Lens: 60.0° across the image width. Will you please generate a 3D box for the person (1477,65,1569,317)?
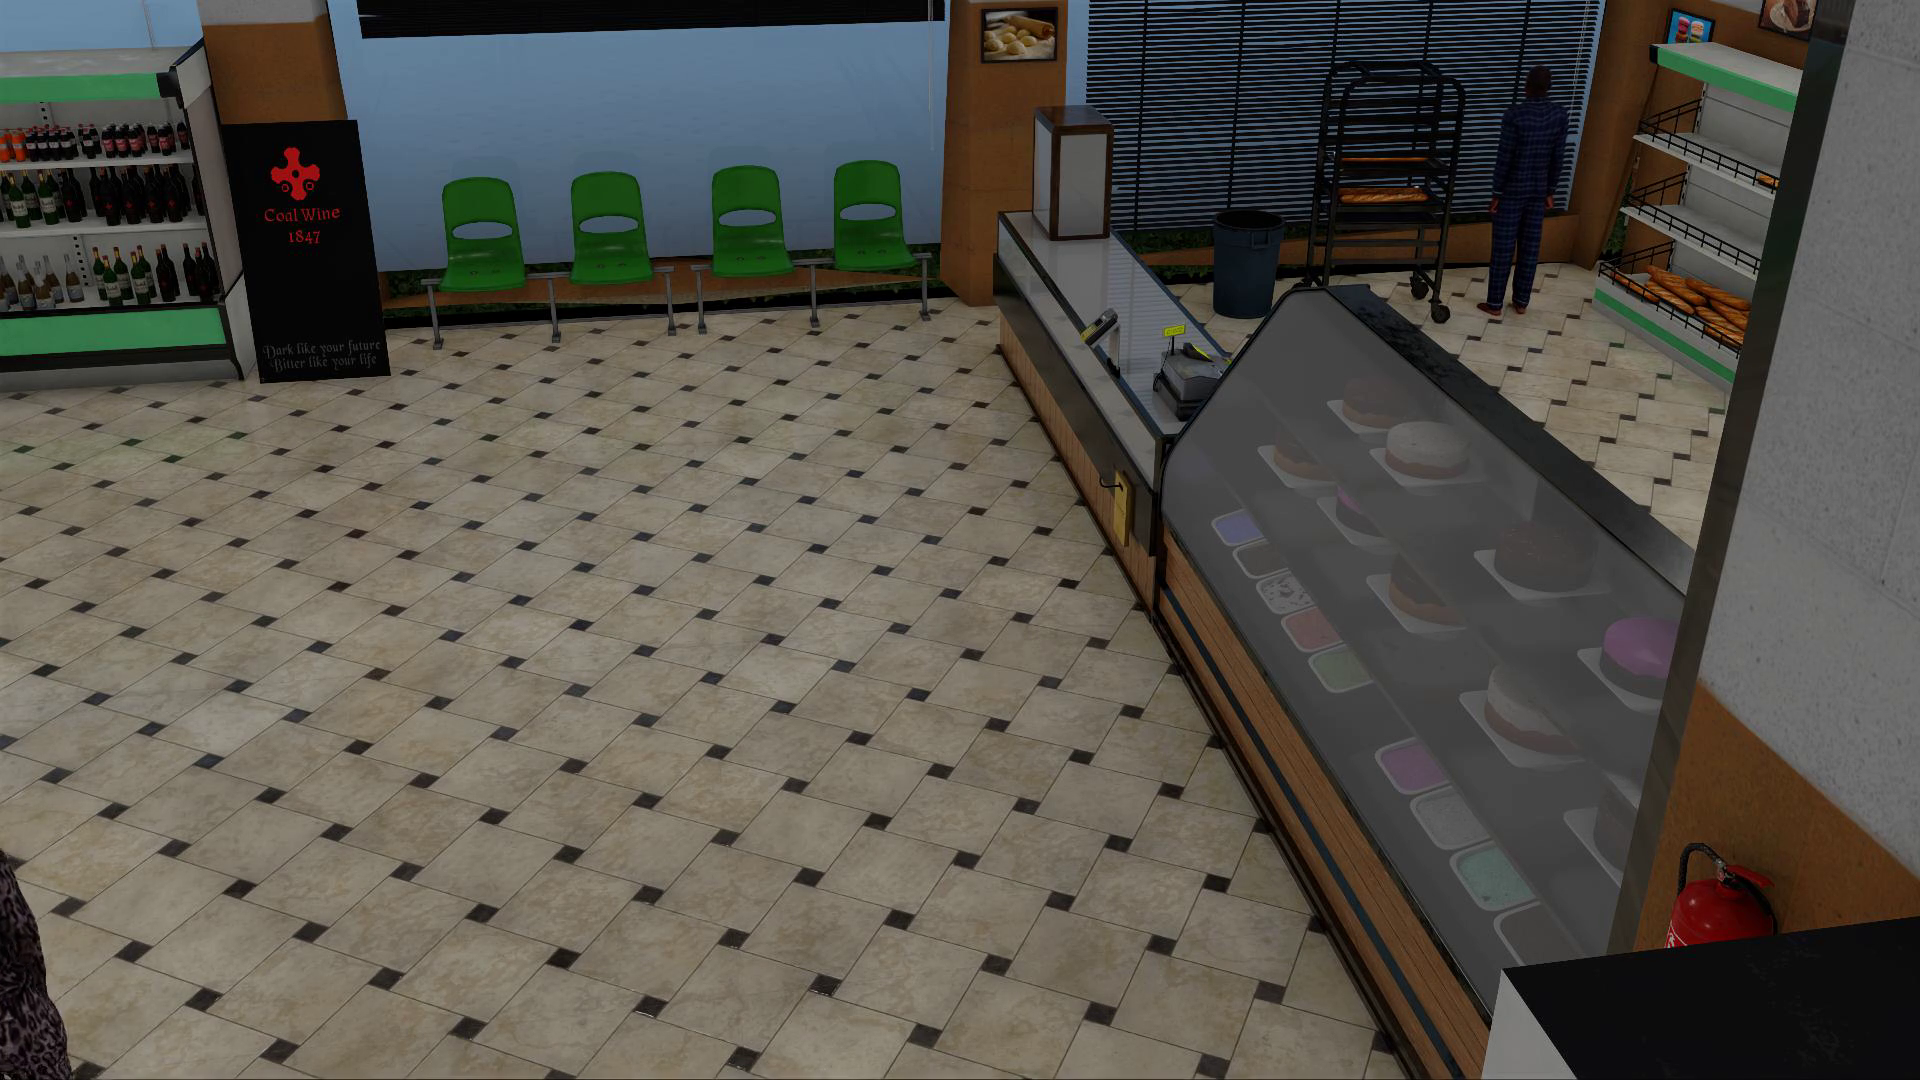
[{"bbox_3d":[4.105,-2.546,12.148,0.562,1.824,0.736,-2,27,-5],"label":"person"}]
